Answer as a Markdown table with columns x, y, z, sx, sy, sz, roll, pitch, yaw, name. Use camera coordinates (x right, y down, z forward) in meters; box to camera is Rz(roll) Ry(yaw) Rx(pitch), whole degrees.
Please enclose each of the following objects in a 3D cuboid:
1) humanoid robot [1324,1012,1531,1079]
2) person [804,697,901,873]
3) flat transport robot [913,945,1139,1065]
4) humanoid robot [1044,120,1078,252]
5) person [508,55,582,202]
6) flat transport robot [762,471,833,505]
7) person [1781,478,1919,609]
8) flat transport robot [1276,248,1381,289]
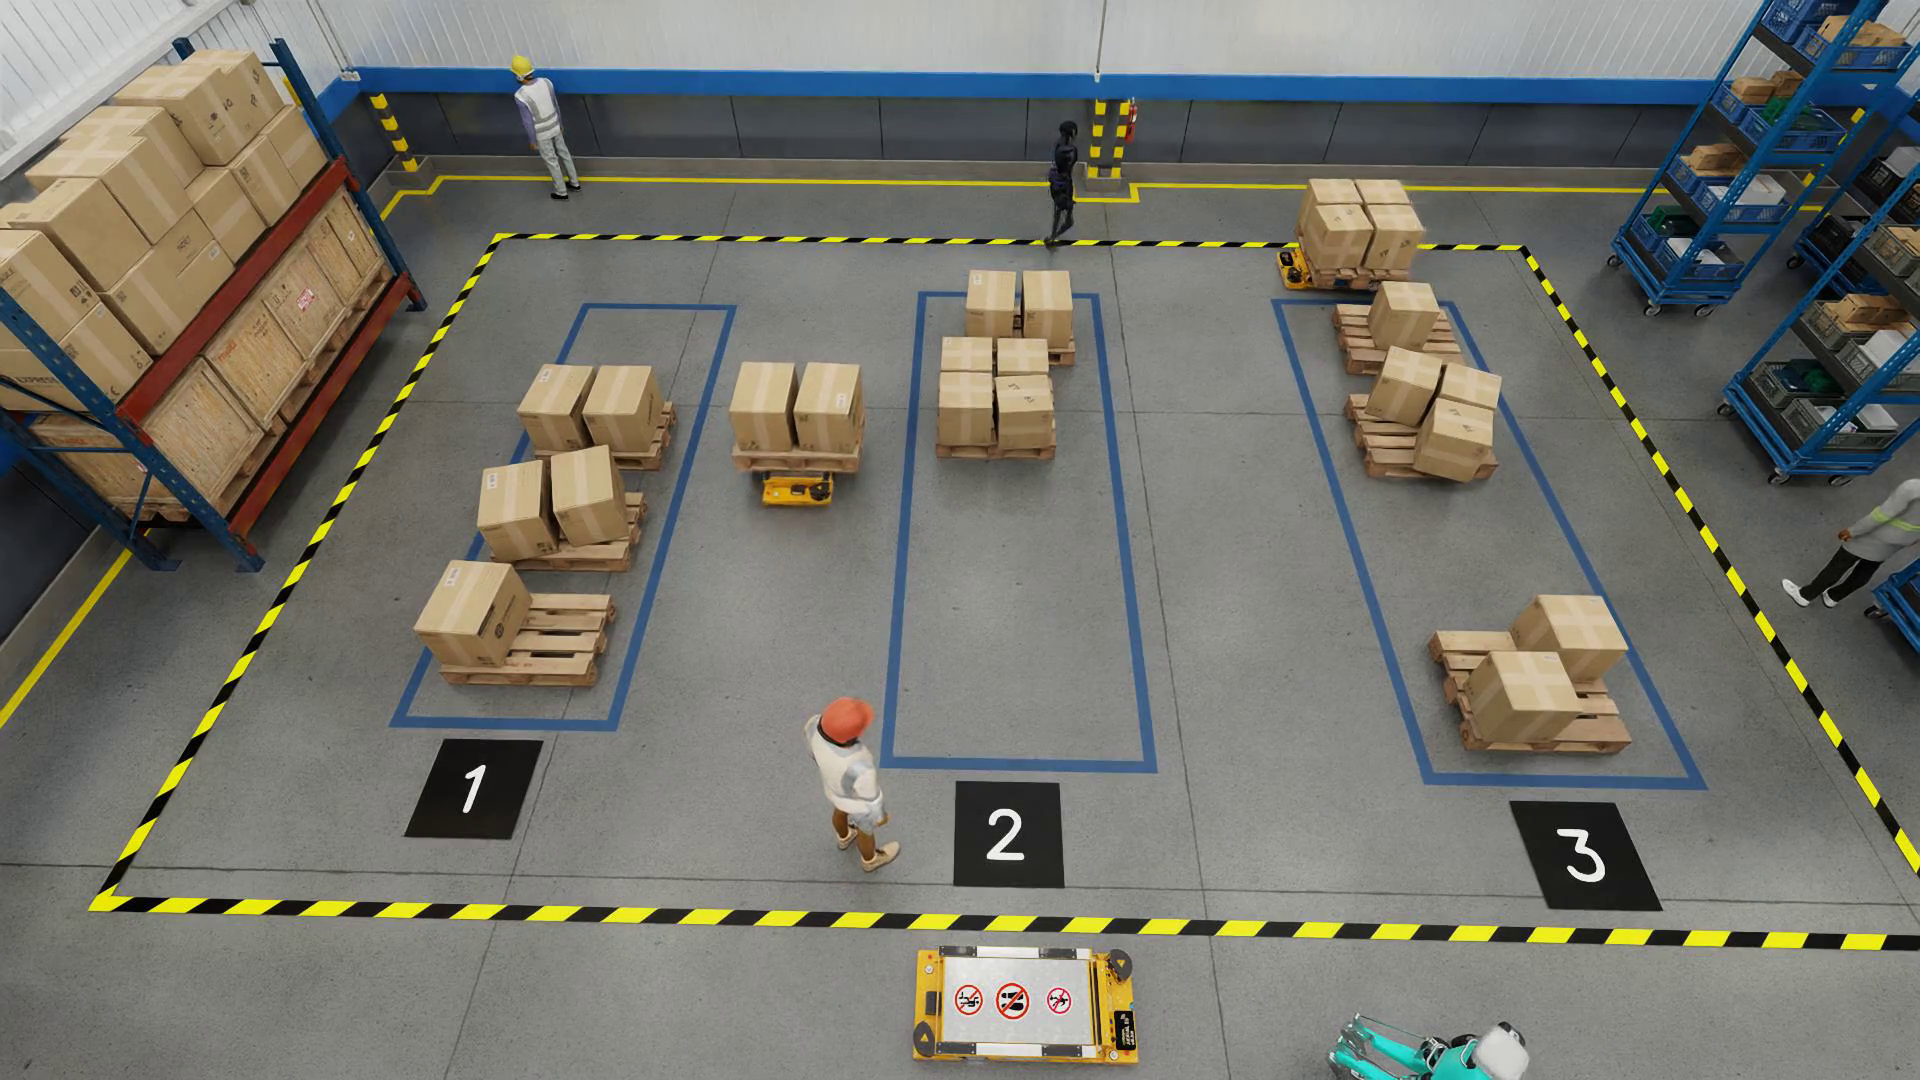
| x | y | z | sx | sy | sz | roll | pitch | yaw | name |
| --- | --- | --- | --- | --- | --- | --- | --- | --- | --- |
| 2.450 | 2.866 | 5.117 | 0.533 | 1.674 | 0.735 | -36 | 59 | -26 | humanoid robot |
| -0.692 | 1.608 | 6.032 | 0.609 | 2.042 | 0.393 | 38 | 60 | 26 | person |
| 0.422 | 3.041 | 6.007 | 1.431 | 0.231 | 0.659 | 1 | 51 | 1 | flat transport robot |
| 1.215 | -4.256 | 11.047 | 0.386 | 1.650 | 0.599 | -8 | 51 | -6 | humanoid robot |
| -5.340 | -5.274 | 11.773 | 0.404 | 1.837 | 0.590 | 20 | 54 | 16 | person |
| -1.565 | -0.948 | 9.241 | 0.652 | 0.197 | 1.431 | 1 | 51 | 1 | flat transport robot |
| 7.618 | -0.090 | 7.538 | 0.599 | 1.850 | 0.386 | 4 | 51 | 3 | person |
| 4.656 | -3.334 | 11.186 | 1.431 | 0.197 | 0.652 | 1 | 51 | 1 | flat transport robot |
